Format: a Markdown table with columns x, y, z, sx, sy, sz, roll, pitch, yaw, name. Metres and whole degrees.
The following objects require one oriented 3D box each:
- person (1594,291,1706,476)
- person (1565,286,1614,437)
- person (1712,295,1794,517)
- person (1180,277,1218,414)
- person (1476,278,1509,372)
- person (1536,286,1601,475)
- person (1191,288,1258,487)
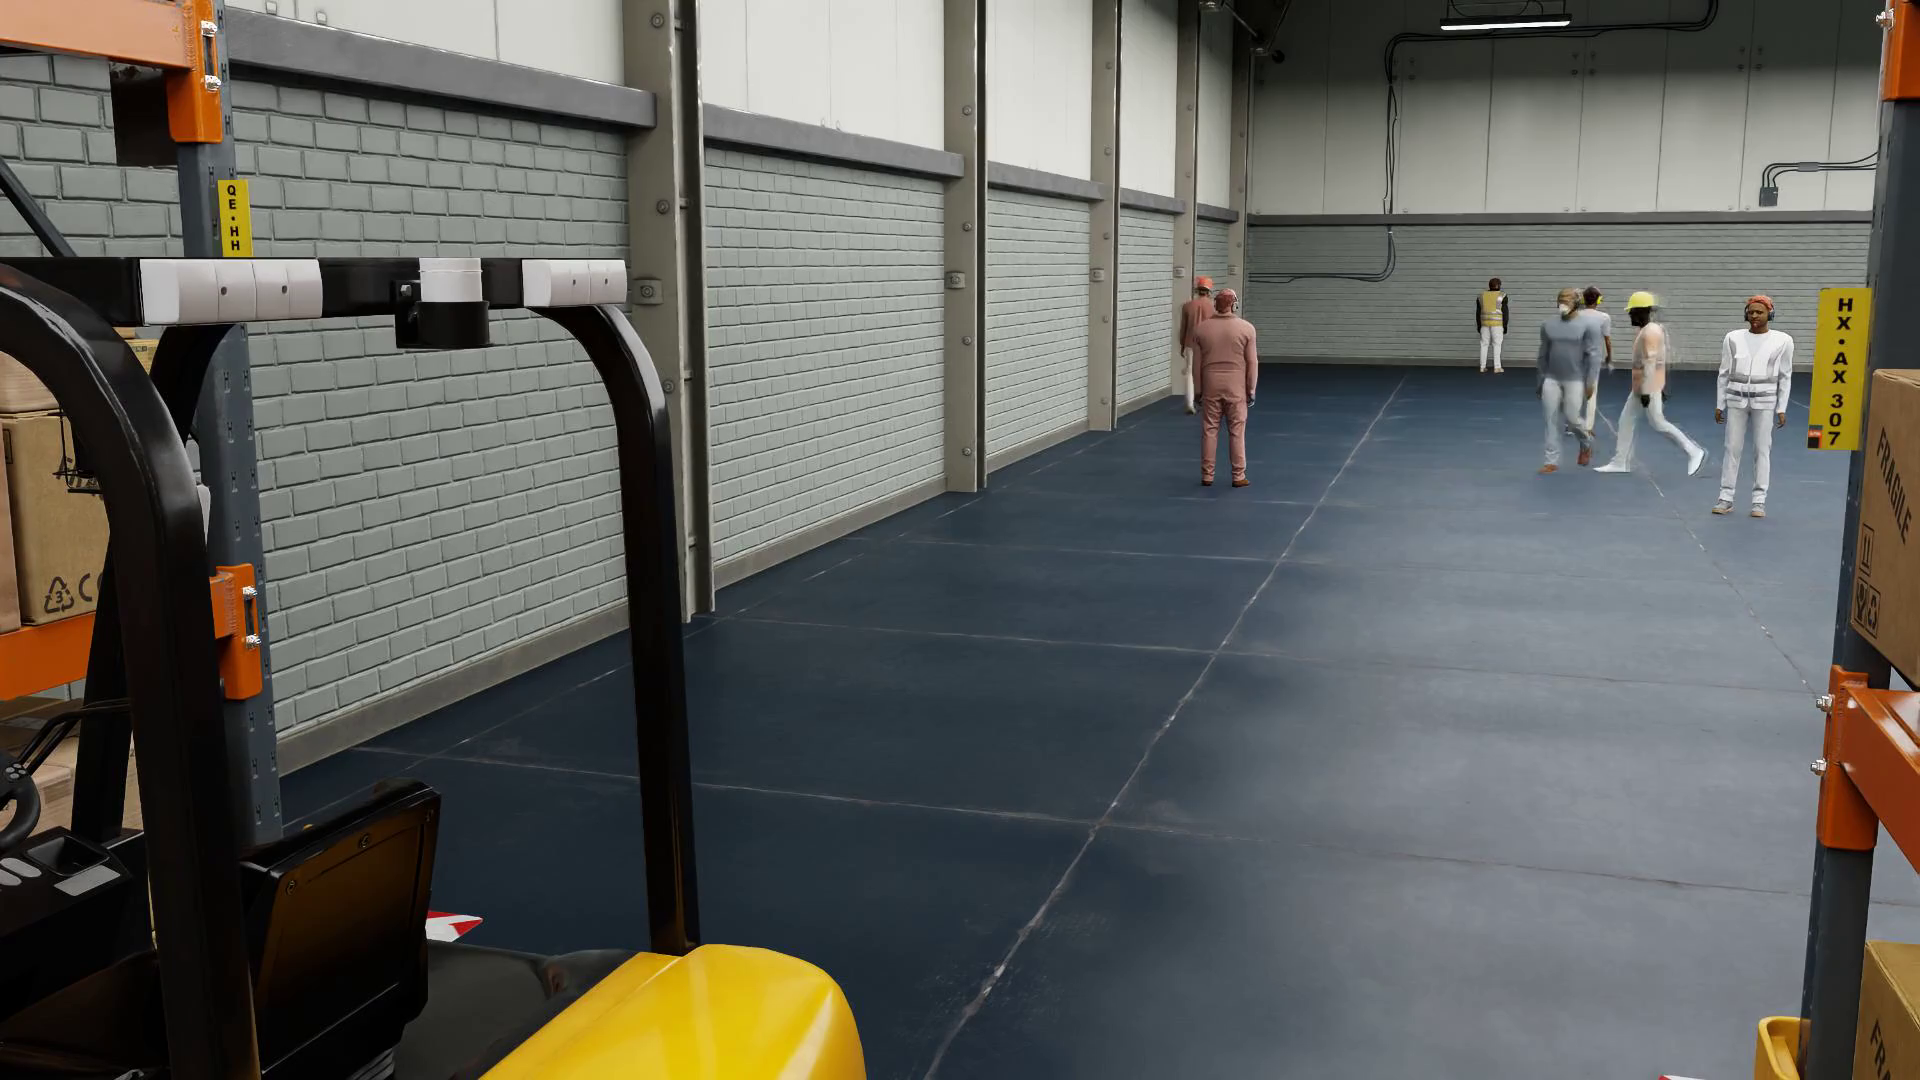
| x | y | z | sx | sy | sz | roll | pitch | yaw | name |
| --- | --- | --- | --- | --- | --- | --- | --- | --- | --- |
| 7.063 | -1.586 | 16.896 | 0.972 | 1.881 | 0.592 | 2 | 10 | 14 | person |
| 7.779 | -2.196 | 20.564 | 0.537 | 1.861 | 0.409 | 7 | 12 | 36 | person |
| 6.754 | -1.139 | 14.195 | 0.573 | 1.883 | 0.355 | 7 | 12 | 36 | person |
| 3.422 | -2.774 | 23.735 | 0.611 | 1.959 | 0.994 | 3 | 10 | 17 | person |
| 10.412 | -4.192 | 32.502 | 0.634 | 1.840 | 0.429 | 8 | 12 | 39 | person |
| 6.222 | -1.626 | 16.989 | 0.646 | 1.920 | 0.639 | -9 | 13 | -43 | person |
| 2.551 | -1.458 | 16.020 | 0.642 | 1.909 | 0.410 | 3 | 10 | 19 | person |
